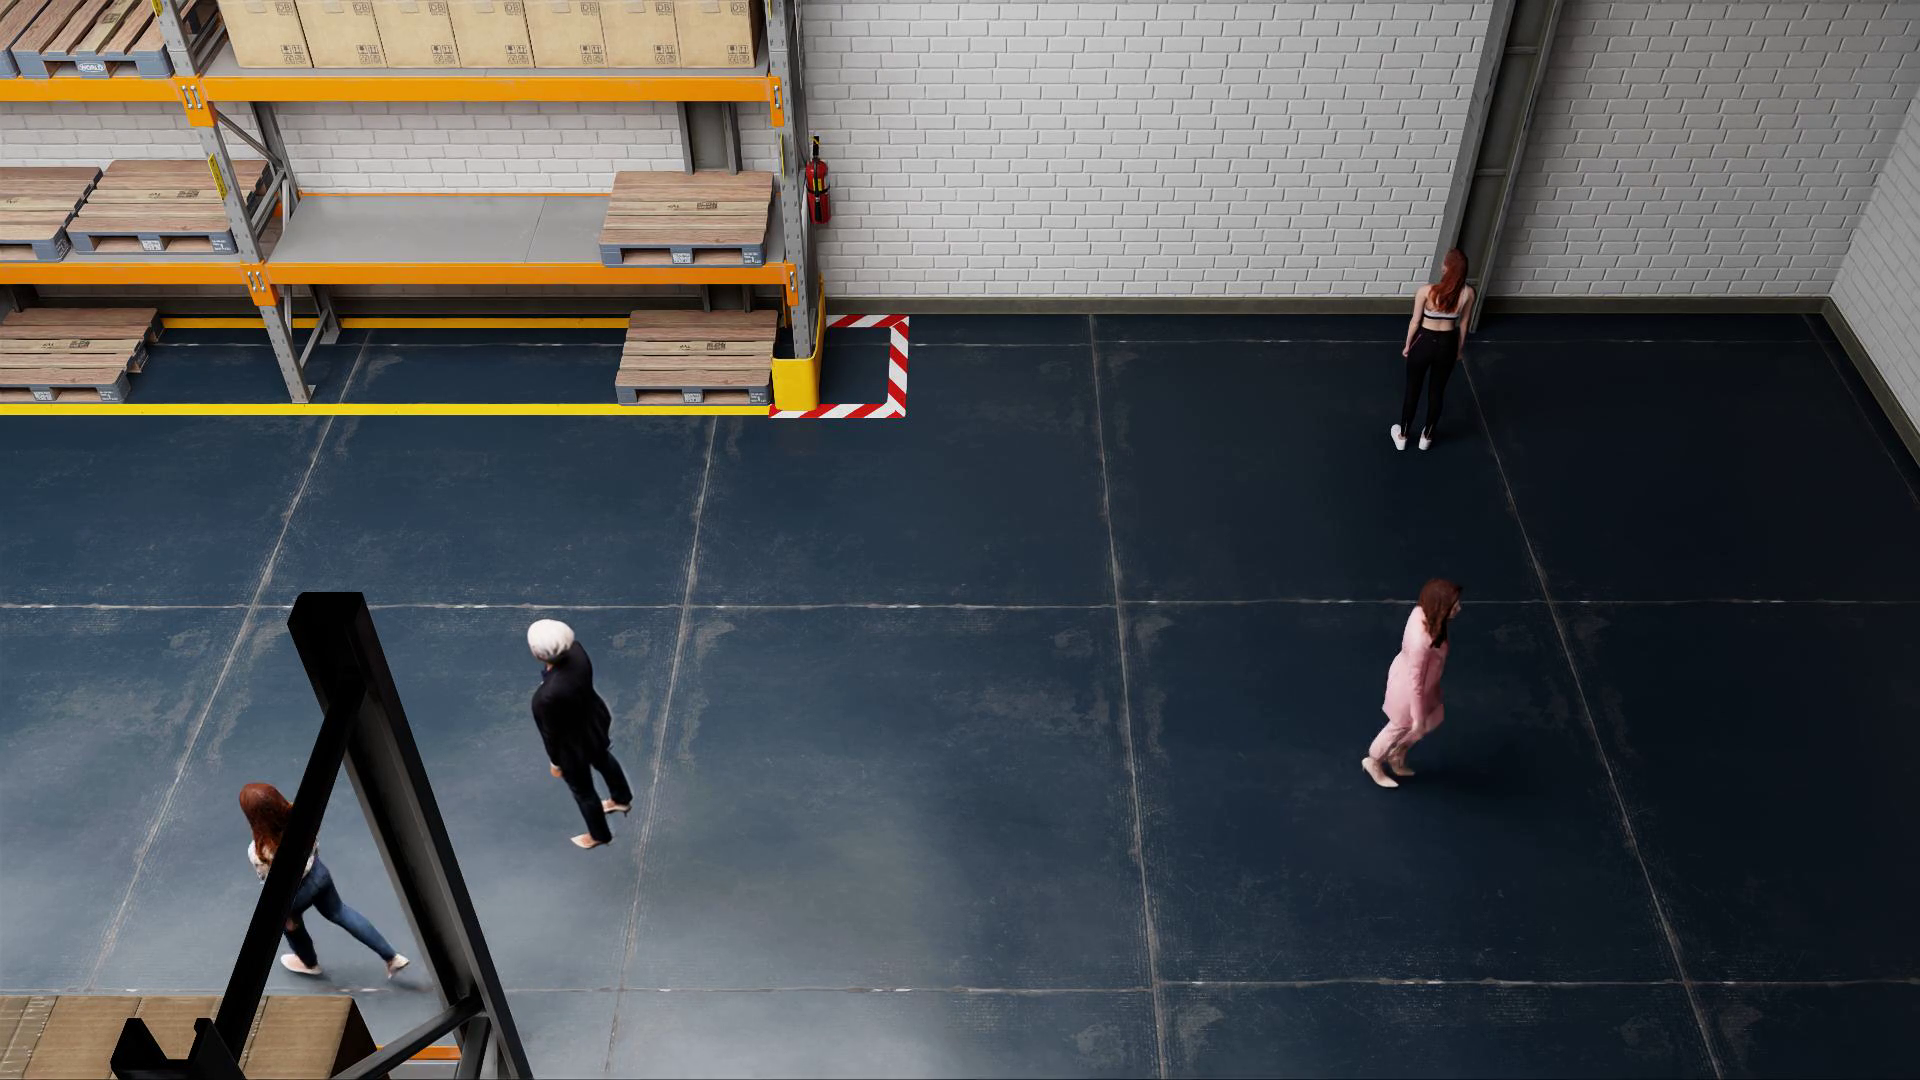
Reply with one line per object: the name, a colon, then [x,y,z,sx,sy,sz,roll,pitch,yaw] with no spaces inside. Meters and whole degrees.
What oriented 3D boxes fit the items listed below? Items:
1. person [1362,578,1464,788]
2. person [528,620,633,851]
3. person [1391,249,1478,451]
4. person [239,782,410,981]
person: [2.575,0.849,9.812,0.753,1.786,0.742,16,46,16]
person: [-2.035,1.008,8.897,0.666,1.779,0.768,9,44,10]
person: [3.472,-1.387,12.194,0.492,1.740,0.670,5,44,5]
person: [-3.420,1.852,8.817,1.111,1.706,0.807,13,45,13]
